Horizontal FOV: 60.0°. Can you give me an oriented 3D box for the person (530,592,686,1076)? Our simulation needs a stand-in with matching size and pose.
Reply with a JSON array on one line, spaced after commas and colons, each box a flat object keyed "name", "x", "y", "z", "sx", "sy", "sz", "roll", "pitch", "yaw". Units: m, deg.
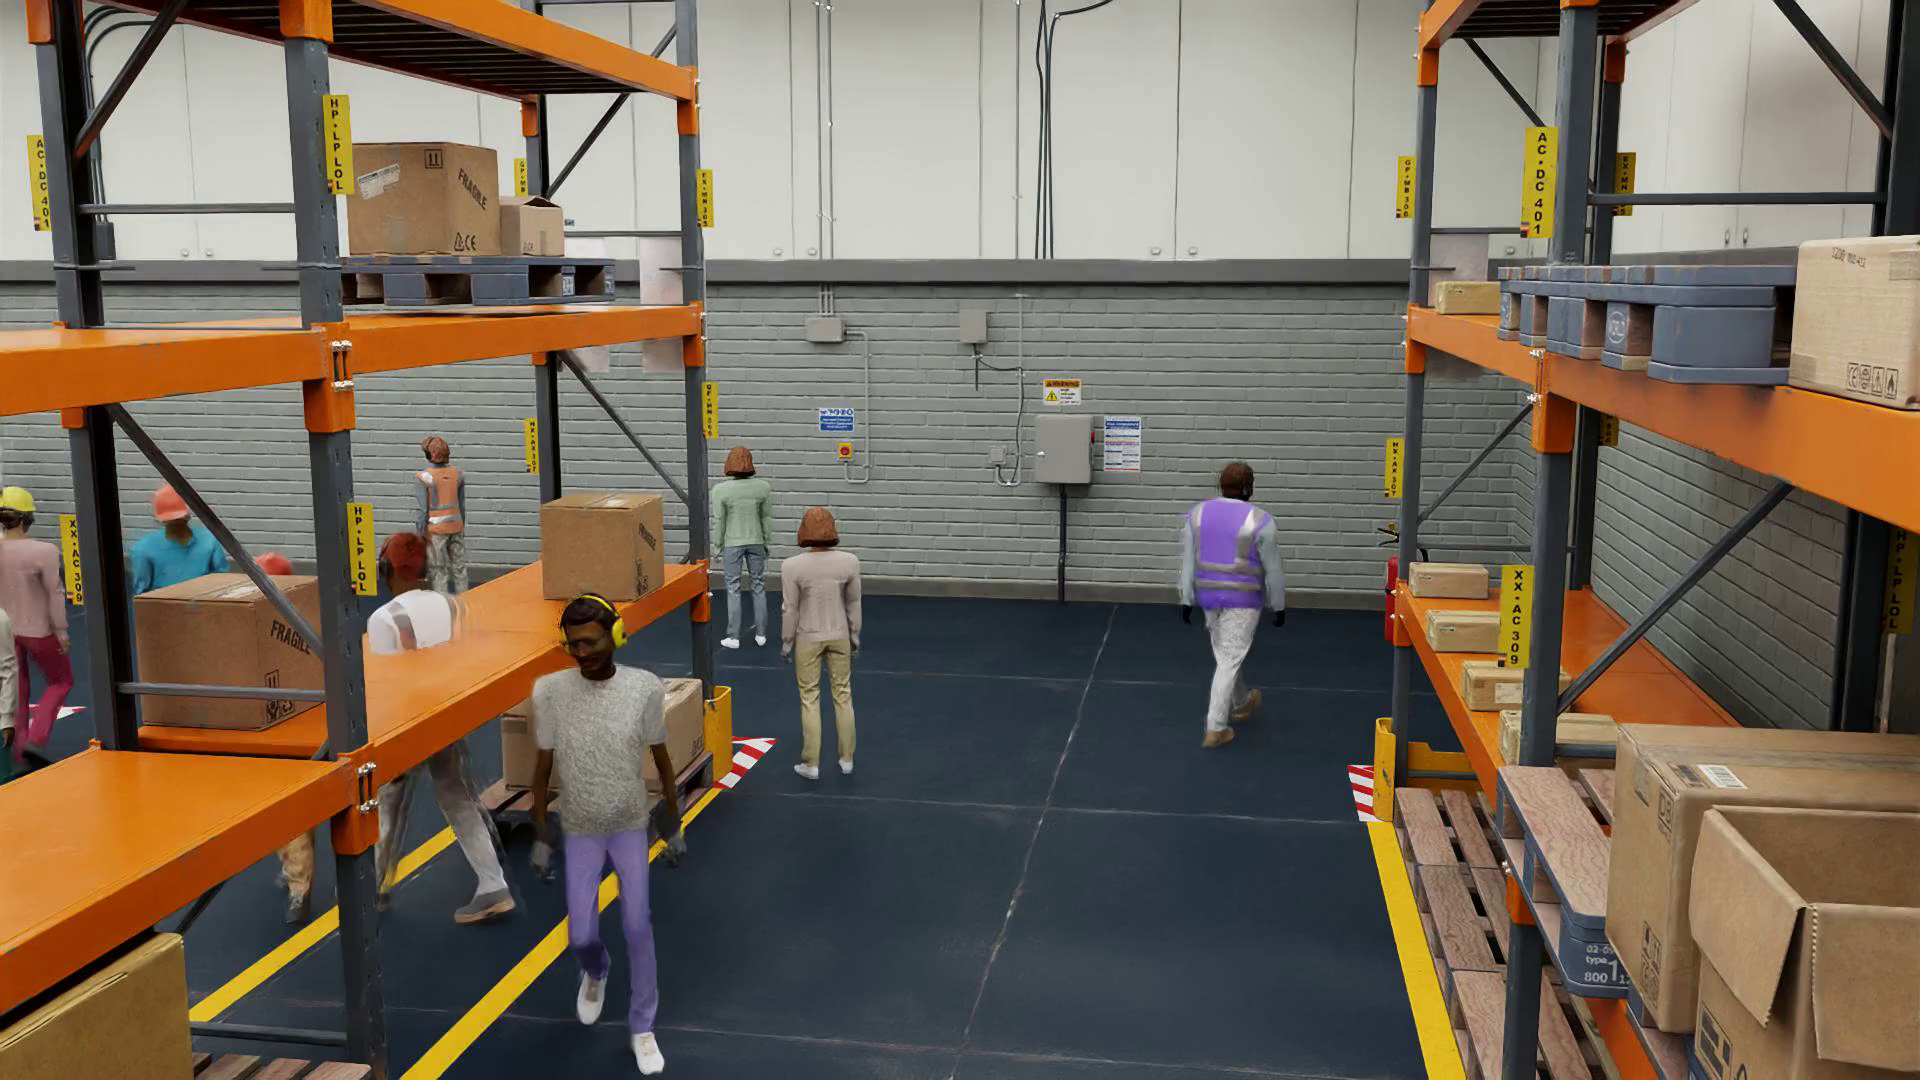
[{"name": "person", "x": -1.340, "y": 1.091, "z": 6.350, "sx": 0.609, "sy": 1.850, "sz": 0.499, "roll": -3, "pitch": 10, "yaw": -15}]

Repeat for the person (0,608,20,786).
[{"name": "person", "x": -4.809, "y": 0.858, "z": 8.049, "sx": 0.533, "sy": 1.767, "sz": 0.326, "roll": 2, "pitch": 9, "yaw": 13}]

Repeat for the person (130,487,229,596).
[{"name": "person", "x": -4.926, "y": 0.488, "z": 10.560, "sx": 0.918, "sy": 1.693, "sz": 0.545, "roll": 8, "pitch": 12, "yaw": 40}]

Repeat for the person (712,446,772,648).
[{"name": "person", "x": -1.751, "y": 0.058, "z": 13.390, "sx": 0.500, "sy": 1.633, "sz": 0.285, "roll": -4, "pitch": 10, "yaw": -26}]

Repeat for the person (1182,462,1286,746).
[{"name": "person", "x": 1.836, "y": 0.388, "z": 10.834, "sx": 0.659, "sy": 1.799, "sz": 0.918, "roll": 8, "pitch": 12, "yaw": 39}]

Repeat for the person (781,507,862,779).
[{"name": "person", "x": -0.829, "y": 0.614, "z": 9.967, "sx": 0.507, "sy": 1.630, "sz": 0.268, "roll": -4, "pitch": 10, "yaw": -23}]

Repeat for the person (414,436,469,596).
[{"name": "person", "x": -4.385, "y": -0.056, "z": 14.071, "sx": 0.314, "sy": 1.641, "sz": 0.515, "roll": 6, "pitch": 11, "yaw": 33}]

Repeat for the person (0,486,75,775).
[{"name": "person", "x": -5.607, "y": 0.549, "z": 10.001, "sx": 0.541, "sy": 1.751, "sz": 0.367, "roll": 0, "pitch": 9, "yaw": 2}]

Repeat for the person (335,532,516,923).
[{"name": "person", "x": -2.504, "y": 0.871, "z": 7.775, "sx": 1.001, "sy": 1.838, "sz": 0.591, "roll": 4, "pitch": 10, "yaw": 23}]
